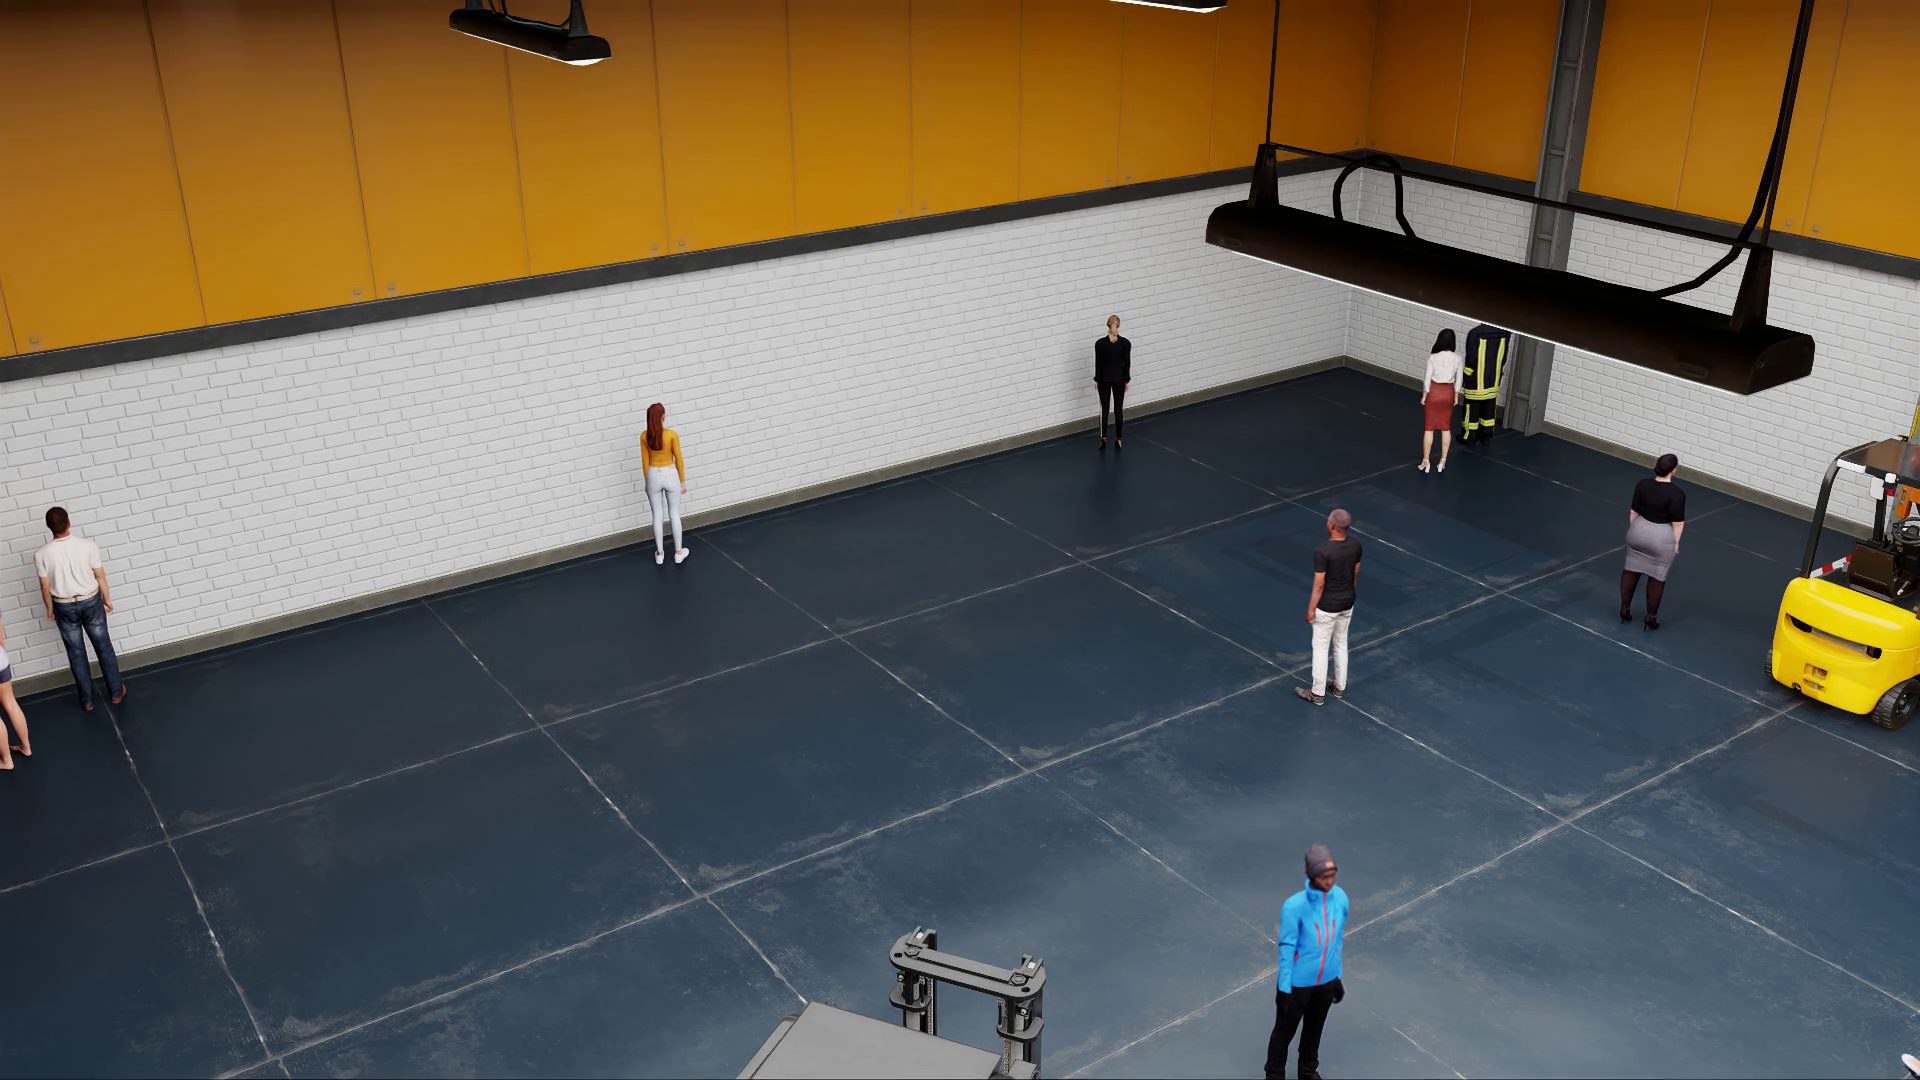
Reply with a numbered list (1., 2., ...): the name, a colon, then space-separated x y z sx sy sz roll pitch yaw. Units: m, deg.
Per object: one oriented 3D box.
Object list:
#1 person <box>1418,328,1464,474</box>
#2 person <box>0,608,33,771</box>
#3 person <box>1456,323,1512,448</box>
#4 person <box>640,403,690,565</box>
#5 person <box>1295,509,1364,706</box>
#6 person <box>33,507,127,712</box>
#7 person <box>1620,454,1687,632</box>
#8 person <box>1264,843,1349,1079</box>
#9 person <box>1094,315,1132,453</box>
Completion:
1. person: 5.650 -1.642 19.588 0.672 1.751 0.691 0 24 -1
2. person: -7.866 1.042 13.471 0.728 1.733 0.681 6 24 13
3. person: 6.433 -2.060 20.455 0.838 1.821 0.806 -6 24 -13
4. person: -3.068 -0.593 17.188 0.690 1.751 0.722 0 24 -1
5. person: 3.242 0.572 14.454 0.664 1.805 0.614 -13 27 -27
6. person: -7.621 0.583 14.368 0.683 1.854 0.579 -13 27 -27
7. person: 6.576 0.007 15.805 0.748 1.758 0.572 -19 30 -37
8. person: 2.059 2.583 9.869 0.643 1.793 0.598 -10 26 -22
9. person: 1.849 -1.909 20.251 0.696 1.707 0.725 0 24 0
